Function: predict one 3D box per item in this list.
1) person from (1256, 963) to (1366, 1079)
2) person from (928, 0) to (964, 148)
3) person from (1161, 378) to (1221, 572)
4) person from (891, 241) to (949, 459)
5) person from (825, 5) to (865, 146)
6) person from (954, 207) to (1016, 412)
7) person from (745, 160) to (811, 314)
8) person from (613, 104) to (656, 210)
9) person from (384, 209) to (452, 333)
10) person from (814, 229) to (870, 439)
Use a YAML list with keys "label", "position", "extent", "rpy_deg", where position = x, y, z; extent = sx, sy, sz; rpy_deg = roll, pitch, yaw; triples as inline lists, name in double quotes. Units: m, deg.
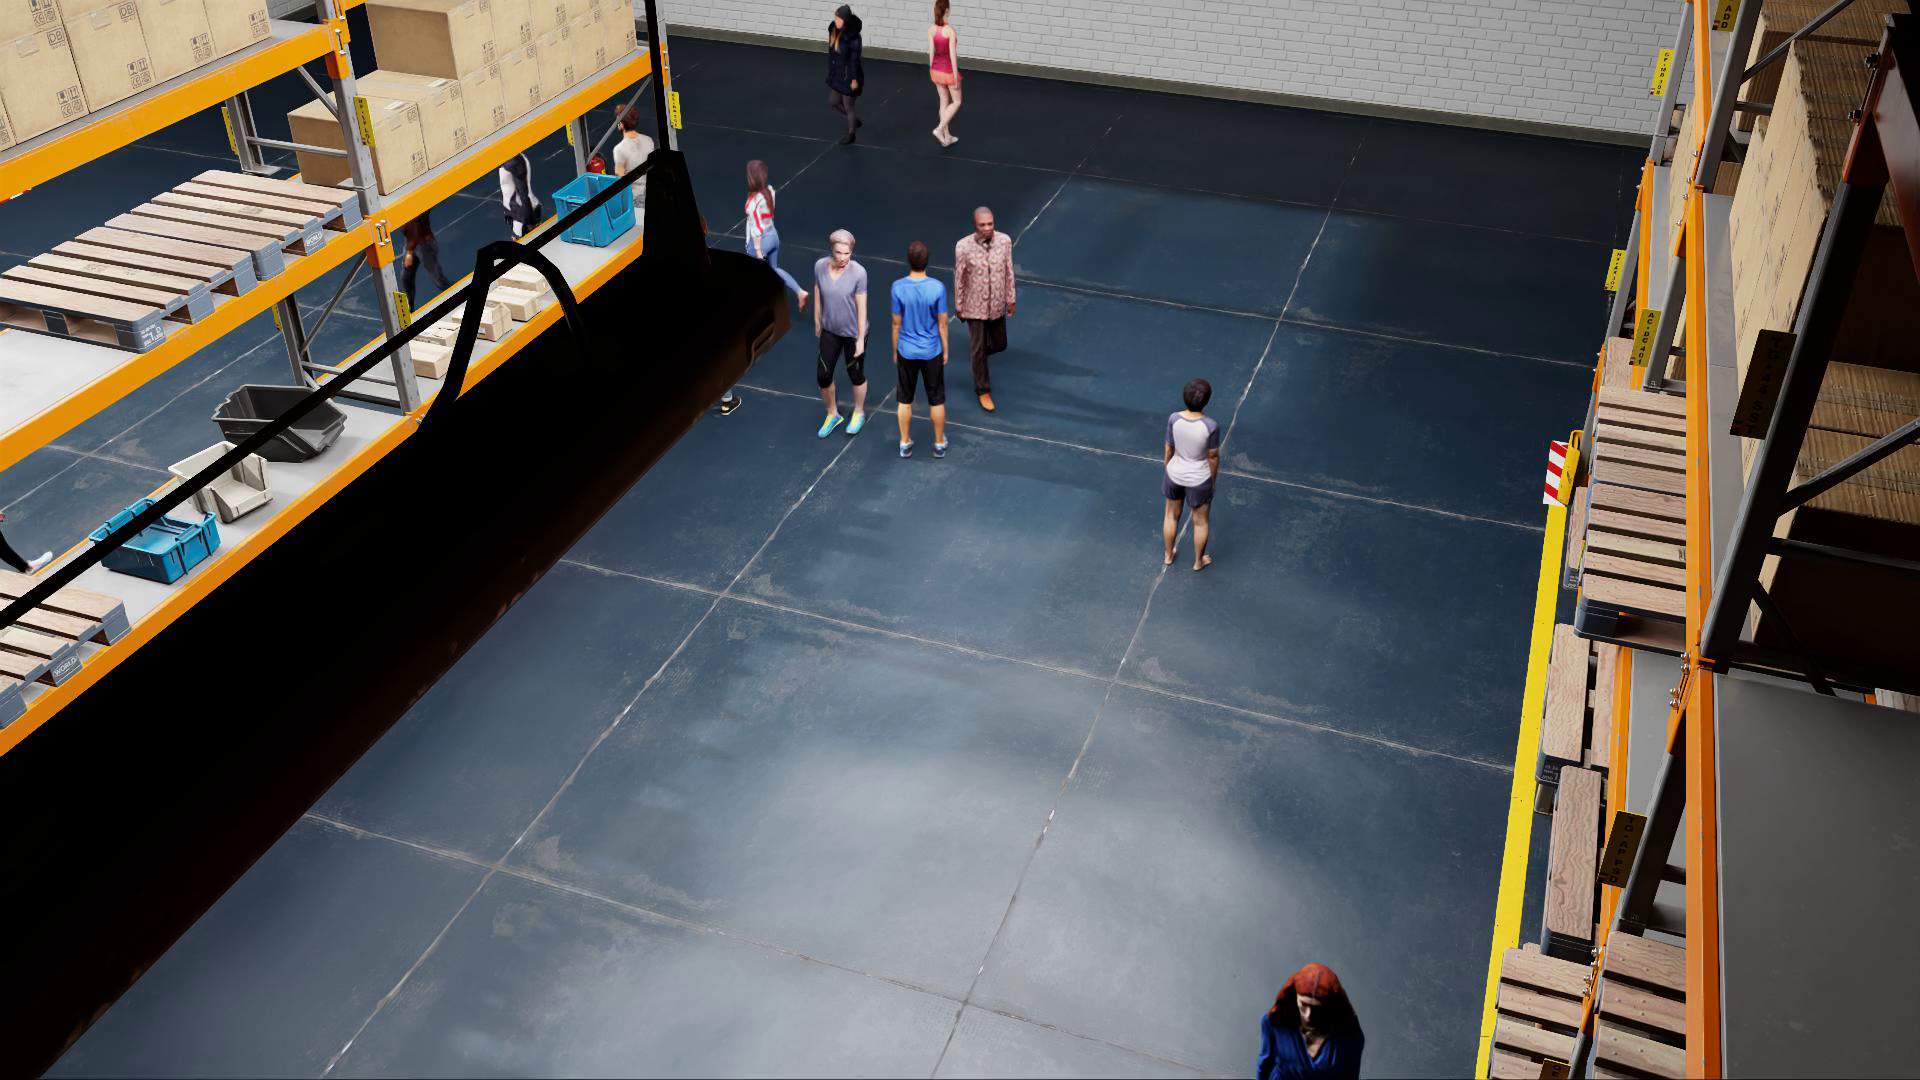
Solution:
- label: "person"
  position: [1.554, 2.531, 7.490]
  extent: [0.615, 1.814, 0.611]
  rpy_deg: [9, 35, 13]
- label: "person"
  position: [-0.234, -5.456, 19.580]
  extent: [0.680, 1.732, 0.837]
  rpy_deg: [23, 40, 30]
- label: "person"
  position: [1.695, -0.488, 12.256]
  extent: [0.581, 1.565, 0.548]
  rpy_deg: [15, 36, 21]
- label: "person"
  position: [-0.329, -1.525, 13.551]
  extent: [0.681, 1.857, 0.663]
  rpy_deg: [2, 34, 3]
- label: "person"
  position: [-1.295, -5.540, 19.766]
  extent: [0.839, 1.665, 0.805]
  rpy_deg: [-27, 42, -34]
- label: "person"
  position: [0.202, -2.073, 14.439]
  extent: [1.037, 1.787, 1.131]
  rpy_deg: [-10, 35, -15]
- label: "person"
  position: [-1.775, -2.802, 15.712]
  extent: [0.675, 1.592, 0.853]
  rpy_deg: [13, 36, 19]
- label: "person"
  position: [-3.054, -3.262, 16.165]
  extent: [0.942, 1.857, 1.214]
  rpy_deg: [21, 39, 28]
- label: "person"
  position: [-4.932, -2.748, 15.491]
  extent: [1.086, 1.747, 0.934]
  rpy_deg: [-26, 42, -33]
- label: "person"
  position: [-0.933, -1.753, 13.894]
  extent: [0.682, 1.858, 0.677]
  rpy_deg: [11, 35, 17]
